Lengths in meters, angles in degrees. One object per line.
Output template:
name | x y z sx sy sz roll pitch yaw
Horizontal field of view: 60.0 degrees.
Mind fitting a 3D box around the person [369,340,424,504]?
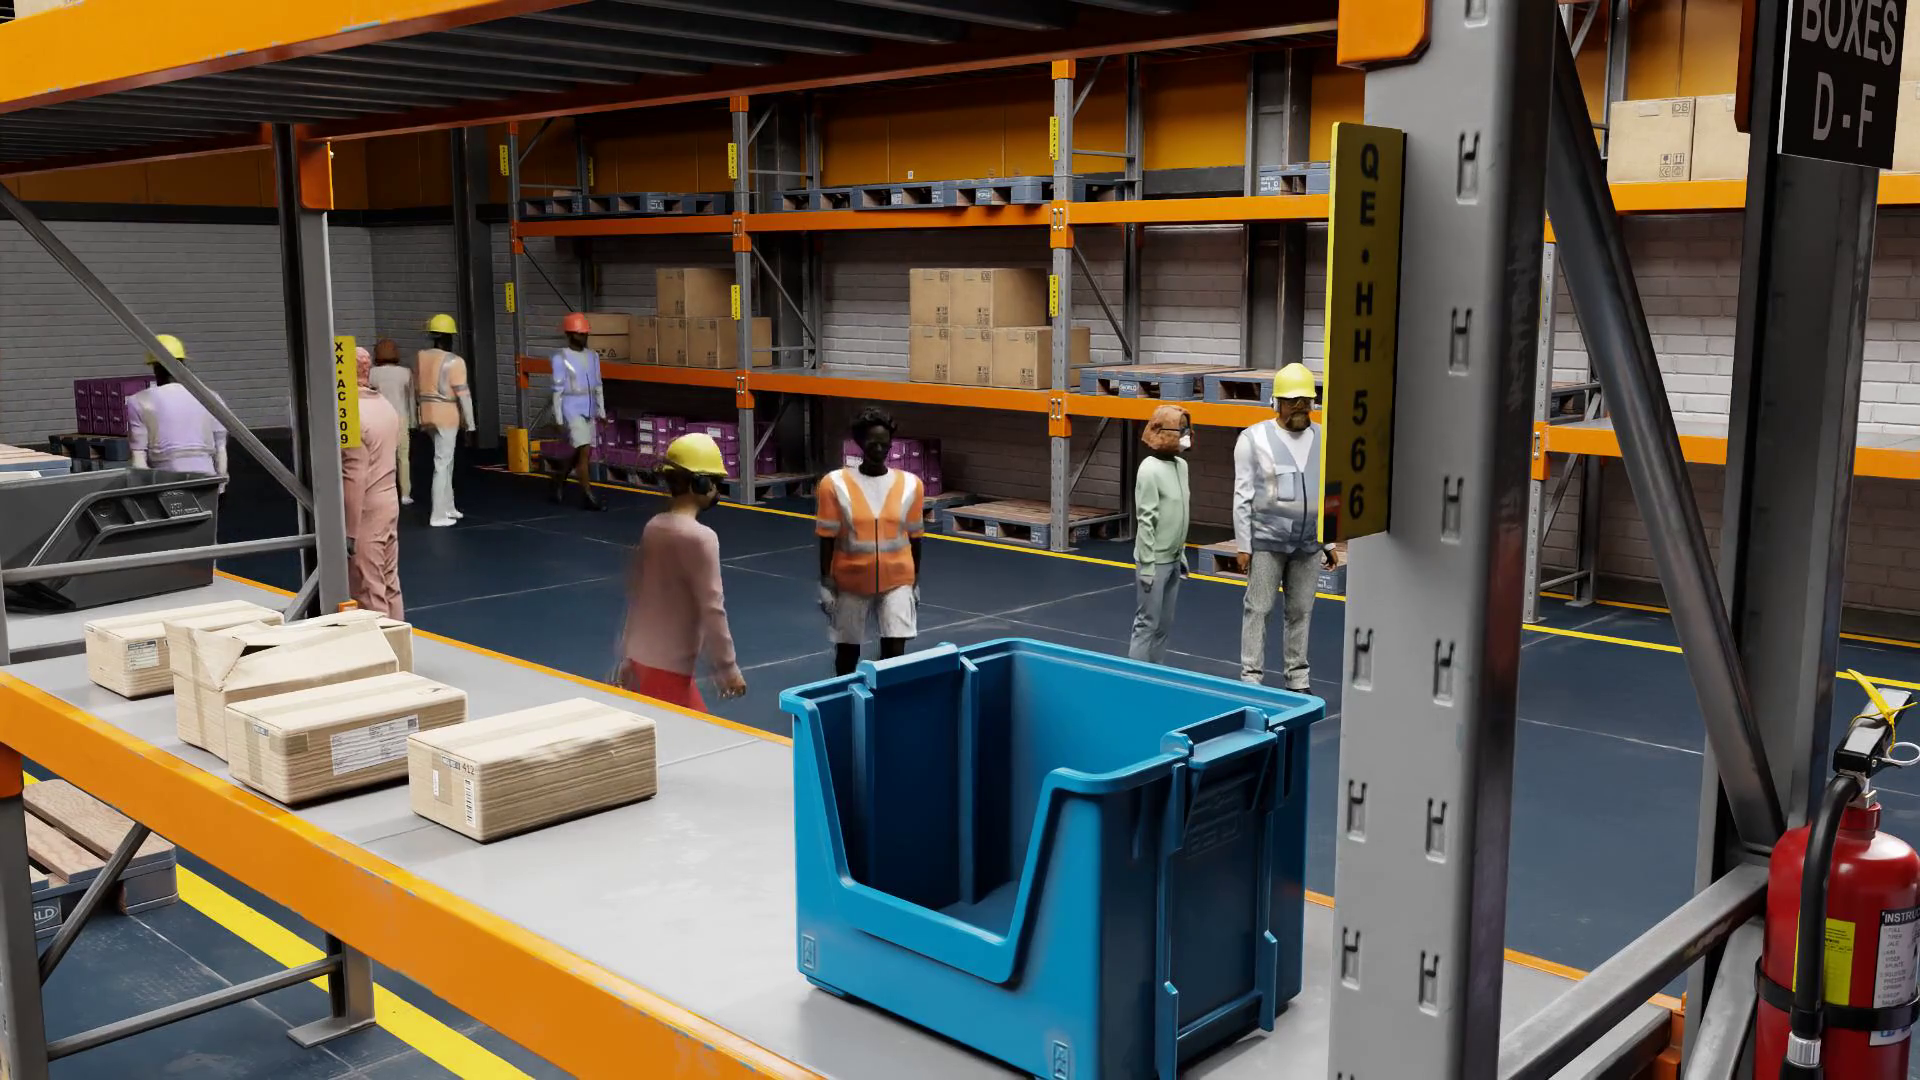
person | -5.616 -1.172 16.532 0.587 1.605 0.772 -3 10 -19

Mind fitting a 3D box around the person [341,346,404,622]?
person | -3.276 -0.105 9.075 0.401 1.909 0.658 0 9 0

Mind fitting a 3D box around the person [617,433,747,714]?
person | -1.177 0.461 6.197 0.820 1.711 0.543 -5 11 -28

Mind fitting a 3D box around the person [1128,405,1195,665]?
person | 1.042 0.120 8.523 0.282 1.633 0.501 5 11 29

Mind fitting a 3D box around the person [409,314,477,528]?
person | -4.609 -1.077 15.008 0.624 1.904 0.684 5 10 26

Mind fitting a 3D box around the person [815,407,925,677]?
person | -0.431 0.190 7.951 0.536 1.680 0.699 -2 9 -11

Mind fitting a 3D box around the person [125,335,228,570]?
person | -4.964 -0.345 10.553 0.612 1.891 0.839 -7 12 -38

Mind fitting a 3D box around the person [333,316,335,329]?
person | -6.916 -1.571 18.197 0.536 1.865 0.344 0 9 3

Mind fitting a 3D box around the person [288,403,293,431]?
person | -3.924 -0.319 10.684 0.702 1.808 0.622 8 12 42

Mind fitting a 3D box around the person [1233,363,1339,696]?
person | 1.711 -0.004 8.666 0.591 1.834 0.404 -2 10 -14

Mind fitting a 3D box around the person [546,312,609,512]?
person | -3.723 -1.238 16.001 0.849 1.913 0.544 6 11 32
